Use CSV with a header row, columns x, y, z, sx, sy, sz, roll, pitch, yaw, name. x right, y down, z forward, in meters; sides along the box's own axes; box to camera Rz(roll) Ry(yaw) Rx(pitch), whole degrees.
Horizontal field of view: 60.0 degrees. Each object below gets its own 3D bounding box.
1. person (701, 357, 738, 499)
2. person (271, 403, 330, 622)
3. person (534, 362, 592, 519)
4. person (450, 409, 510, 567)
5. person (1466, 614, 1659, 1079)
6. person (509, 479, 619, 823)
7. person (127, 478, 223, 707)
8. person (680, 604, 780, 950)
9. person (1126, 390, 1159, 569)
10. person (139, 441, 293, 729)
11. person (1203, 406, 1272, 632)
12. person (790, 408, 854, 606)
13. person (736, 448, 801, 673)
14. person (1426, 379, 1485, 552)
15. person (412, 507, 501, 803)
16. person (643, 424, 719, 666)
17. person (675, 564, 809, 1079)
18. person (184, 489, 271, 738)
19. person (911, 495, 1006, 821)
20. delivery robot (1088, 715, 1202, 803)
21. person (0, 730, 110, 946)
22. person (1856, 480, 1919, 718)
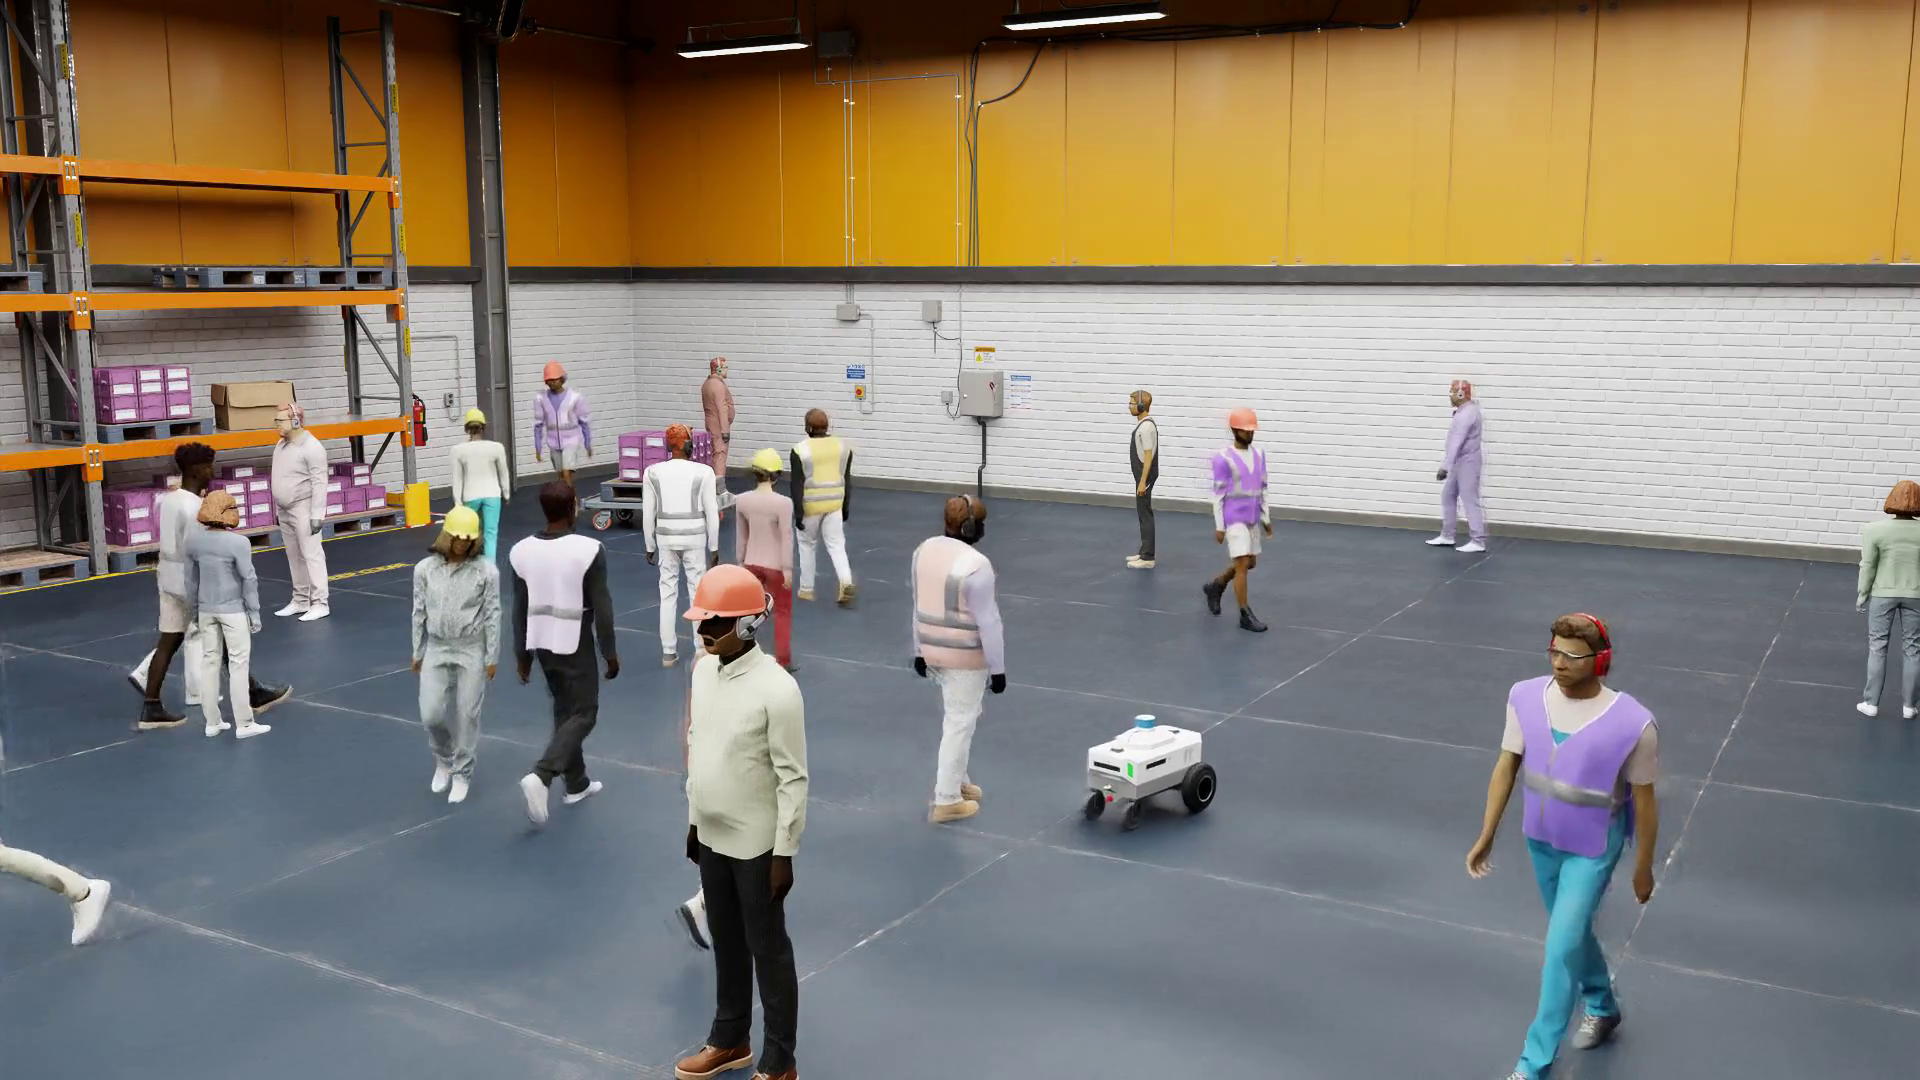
x,y,z,sx,sy,sz,roll,pitch,yaw,name
-3.234,-1.505,22.425,0.406,1.911,0.639,-5,10,-27,person
-5.806,-0.243,14.555,0.652,1.906,0.402,7,11,37,person
-4.805,-1.169,20.153,0.639,1.977,1.110,1,9,5,person
-4.667,-0.417,16.203,0.527,1.732,0.784,-2,9,-9,person
2.308,1.146,6.244,0.955,1.809,0.569,-6,11,-34,person
-2.240,0.609,9.289,0.596,1.896,0.797,4,10,24,person
-5.482,0.376,11.574,0.524,1.614,0.542,-9,13,-43,person
-1.032,1.032,7.483,0.522,1.618,0.604,8,12,43,person
1.883,-0.627,17.140,0.326,1.843,0.517,1,9,6,person
-5.115,0.291,11.201,0.625,1.908,1.016,8,12,42,person
2.369,-0.204,14.280,0.549,1.917,0.808,-7,11,-36,person
-1.254,-0.299,15.209,0.628,1.819,0.848,-5,10,-26,person
-1.483,0.192,12.361,0.527,1.744,0.746,5,11,30,person
5.421,-0.806,18.173,0.773,1.878,0.676,3,10,18,person
-2.874,0.655,9.497,0.517,1.717,0.376,-1,9,-5,person
-2.149,0.040,12.858,0.579,1.882,0.342,1,9,3,person
-0.809,1.070,6.083,0.382,1.993,0.622,-9,12,-43,person
-4.803,0.483,10.872,0.509,1.632,0.266,2,9,14,person
0.053,0.647,9.268,0.584,1.820,0.650,-6,11,-35,person
1.037,1.224,9.315,0.477,0.478,0.707,8,12,43,delivery robot
-4.252,0.966,7.230,0.827,1.841,0.520,-8,12,-43,person
6.401,0.406,11.355,0.505,1.633,0.279,3,10,18,person
